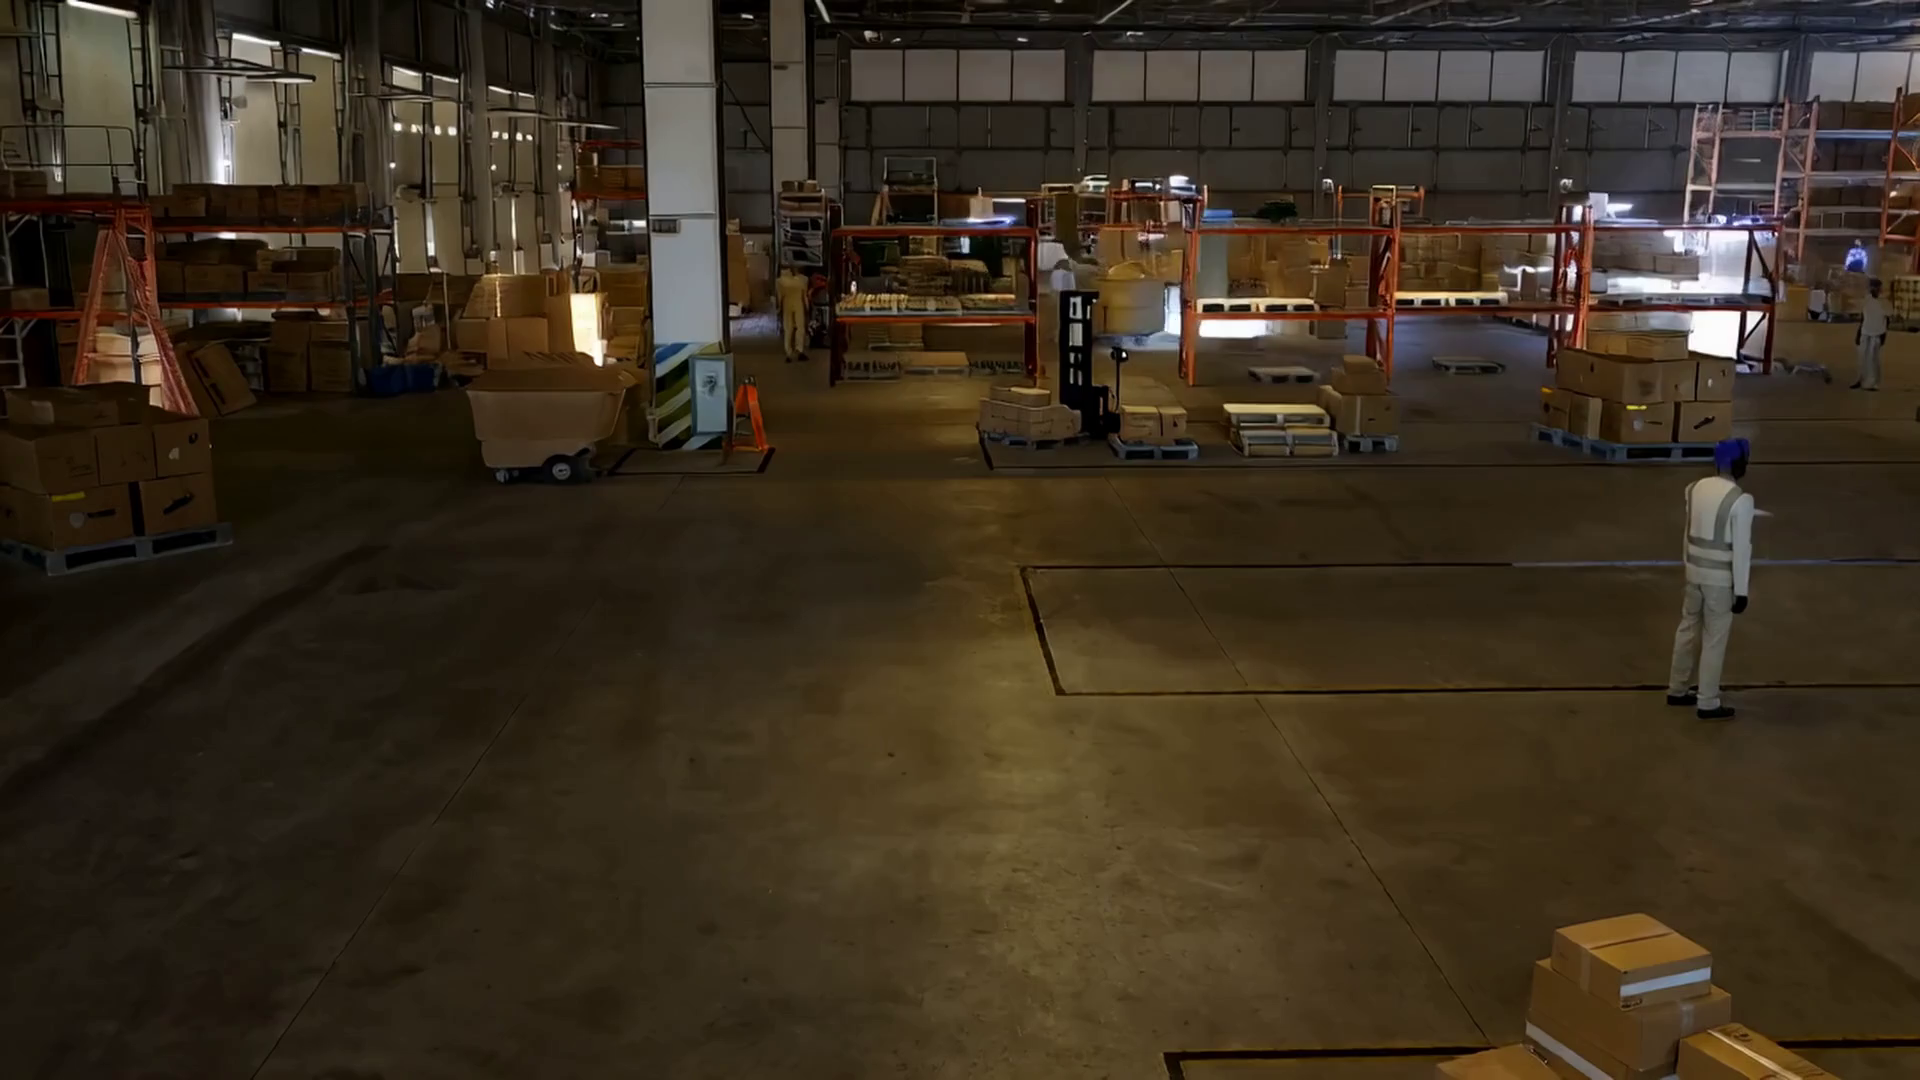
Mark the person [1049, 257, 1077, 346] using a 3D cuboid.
[{"bbox_3d":[2.155,-4.920,34.357,0.649,1.816,0.631,12,17,43],"label":"person"}]

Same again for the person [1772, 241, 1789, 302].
[{"bbox_3d":[22.588,-7.402,45.846,0.533,1.692,0.322,-7,14,-29],"label":"person"}]

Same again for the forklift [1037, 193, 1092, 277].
[{"bbox_3d":[3.432,-10.377,56.574,1.873,2.768,1.129,-5,13,-20],"label":"forklift"}]

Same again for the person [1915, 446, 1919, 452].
[{"bbox_3d":[12.554,-2.112,21.170,0.679,2.000,0.537,-1,13,-5],"label":"person"}]

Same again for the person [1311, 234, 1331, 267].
[{"bbox_3d":[12.810,-10.353,58.681,0.765,1.914,0.548,-8,15,-33],"label":"person"}]

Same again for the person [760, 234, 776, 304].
[{"bbox_3d":[-5.044,-7.317,45.019,0.908,1.889,0.601,-11,17,-41],"label":"person"}]

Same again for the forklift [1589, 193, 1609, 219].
[{"bbox_3d":[22.150,-10.679,57.937,1.873,2.768,1.129,0,12,-2],"label":"forklift"}]

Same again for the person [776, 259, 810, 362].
[{"bbox_3d":[-3.151,-4.333,31.453,0.630,1.932,0.361,-3,13,-13],"label":"person"}]

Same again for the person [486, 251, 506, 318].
[{"bbox_3d":[-11.442,-6.267,40.864,0.529,1.629,0.323,11,17,42],"label":"person"}]

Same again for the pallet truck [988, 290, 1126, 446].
[{"bbox_3d":[1.257,-2.299,22.111,1.885,1.965,0.823,-9,15,-35],"label":"pallet truck"}]

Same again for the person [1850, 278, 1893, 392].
[{"bbox_3d":[14.935,-3.359,27.223,0.316,1.859,0.526,-7,14,-28],"label":"person"}]

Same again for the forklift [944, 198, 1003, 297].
[{"bbox_3d":[0.586,-8.148,46.510,1.873,2.768,1.129,-7,14,-27],"label":"forklift"}]

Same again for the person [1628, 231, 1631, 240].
[{"bbox_3d":[19.589,-8.192,48.984,0.654,1.882,1.038,-5,13,-22],"label":"person"}]

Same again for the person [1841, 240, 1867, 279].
[{"bbox_3d":[25.333,-7.673,47.146,0.549,1.655,0.850,0,12,-2],"label":"person"}]

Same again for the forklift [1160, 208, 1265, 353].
[{"bbox_3d":[5.117,-5.220,33.291,1.873,2.768,1.129,6,14,25],"label":"forklift"}]

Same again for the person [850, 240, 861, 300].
[{"bbox_3d":[-2.887,-7.450,46.049,0.321,1.697,0.530,-1,13,-7],"label":"person"}]

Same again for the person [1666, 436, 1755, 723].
[{"bbox_3d":[4.931,0.252,10.882,0.354,1.877,0.574,-3,13,-15],"label":"person"}]
